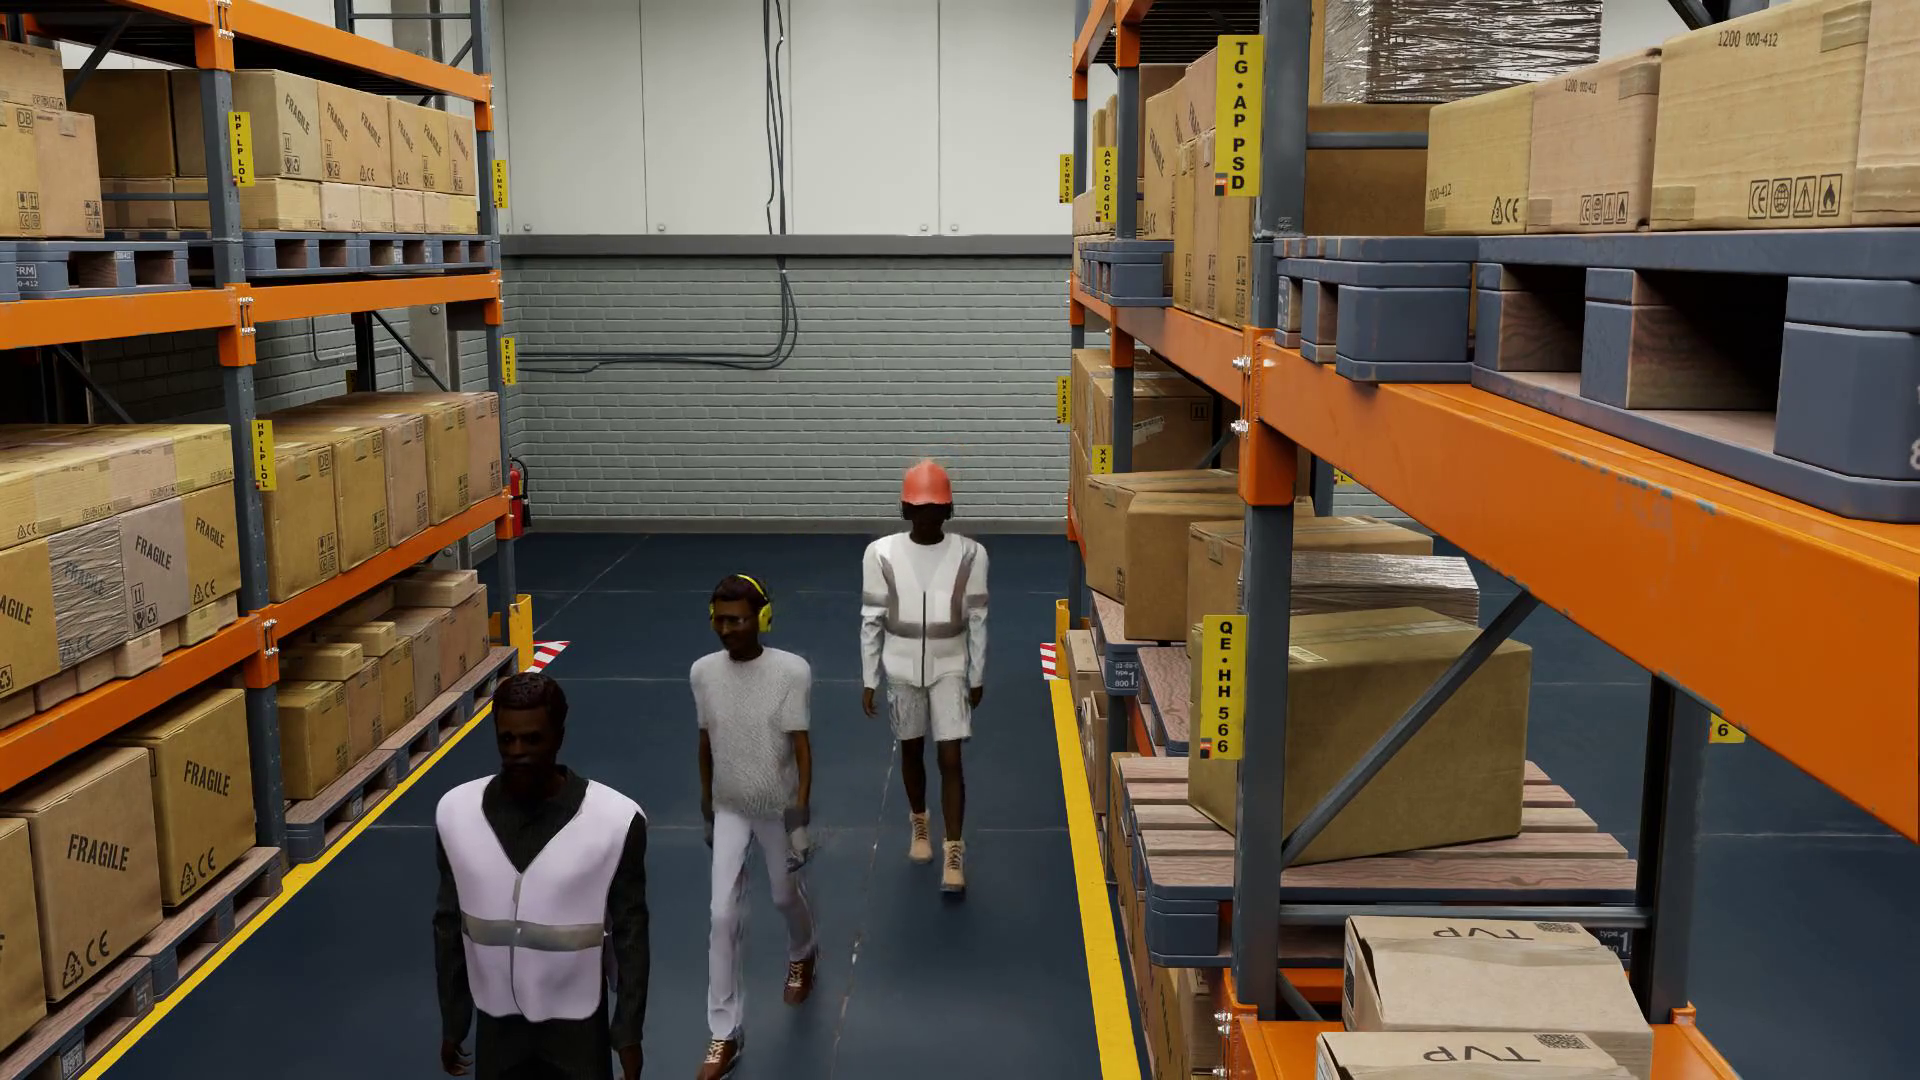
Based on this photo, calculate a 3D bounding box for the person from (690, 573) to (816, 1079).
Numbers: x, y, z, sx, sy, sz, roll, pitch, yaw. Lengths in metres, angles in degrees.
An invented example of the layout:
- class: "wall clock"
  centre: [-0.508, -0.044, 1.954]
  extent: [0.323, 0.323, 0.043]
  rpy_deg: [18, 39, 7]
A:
- class: "person"
  centre: [-0.766, 1.009, 6.335]
  extent: [0.523, 1.834, 0.940]
  rpy_deg: [2, 10, 9]

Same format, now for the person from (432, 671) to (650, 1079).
- class: "person"
  centre: [-1.129, 1.286, 4.517]
  extent: [0.591, 1.922, 0.390]
  rpy_deg: [1, 10, 5]

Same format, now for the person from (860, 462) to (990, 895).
- class: "person"
  centre: [-0.167, 0.644, 7.854]
  extent: [0.608, 2.009, 0.947]
  rpy_deg: [0, 10, 2]
